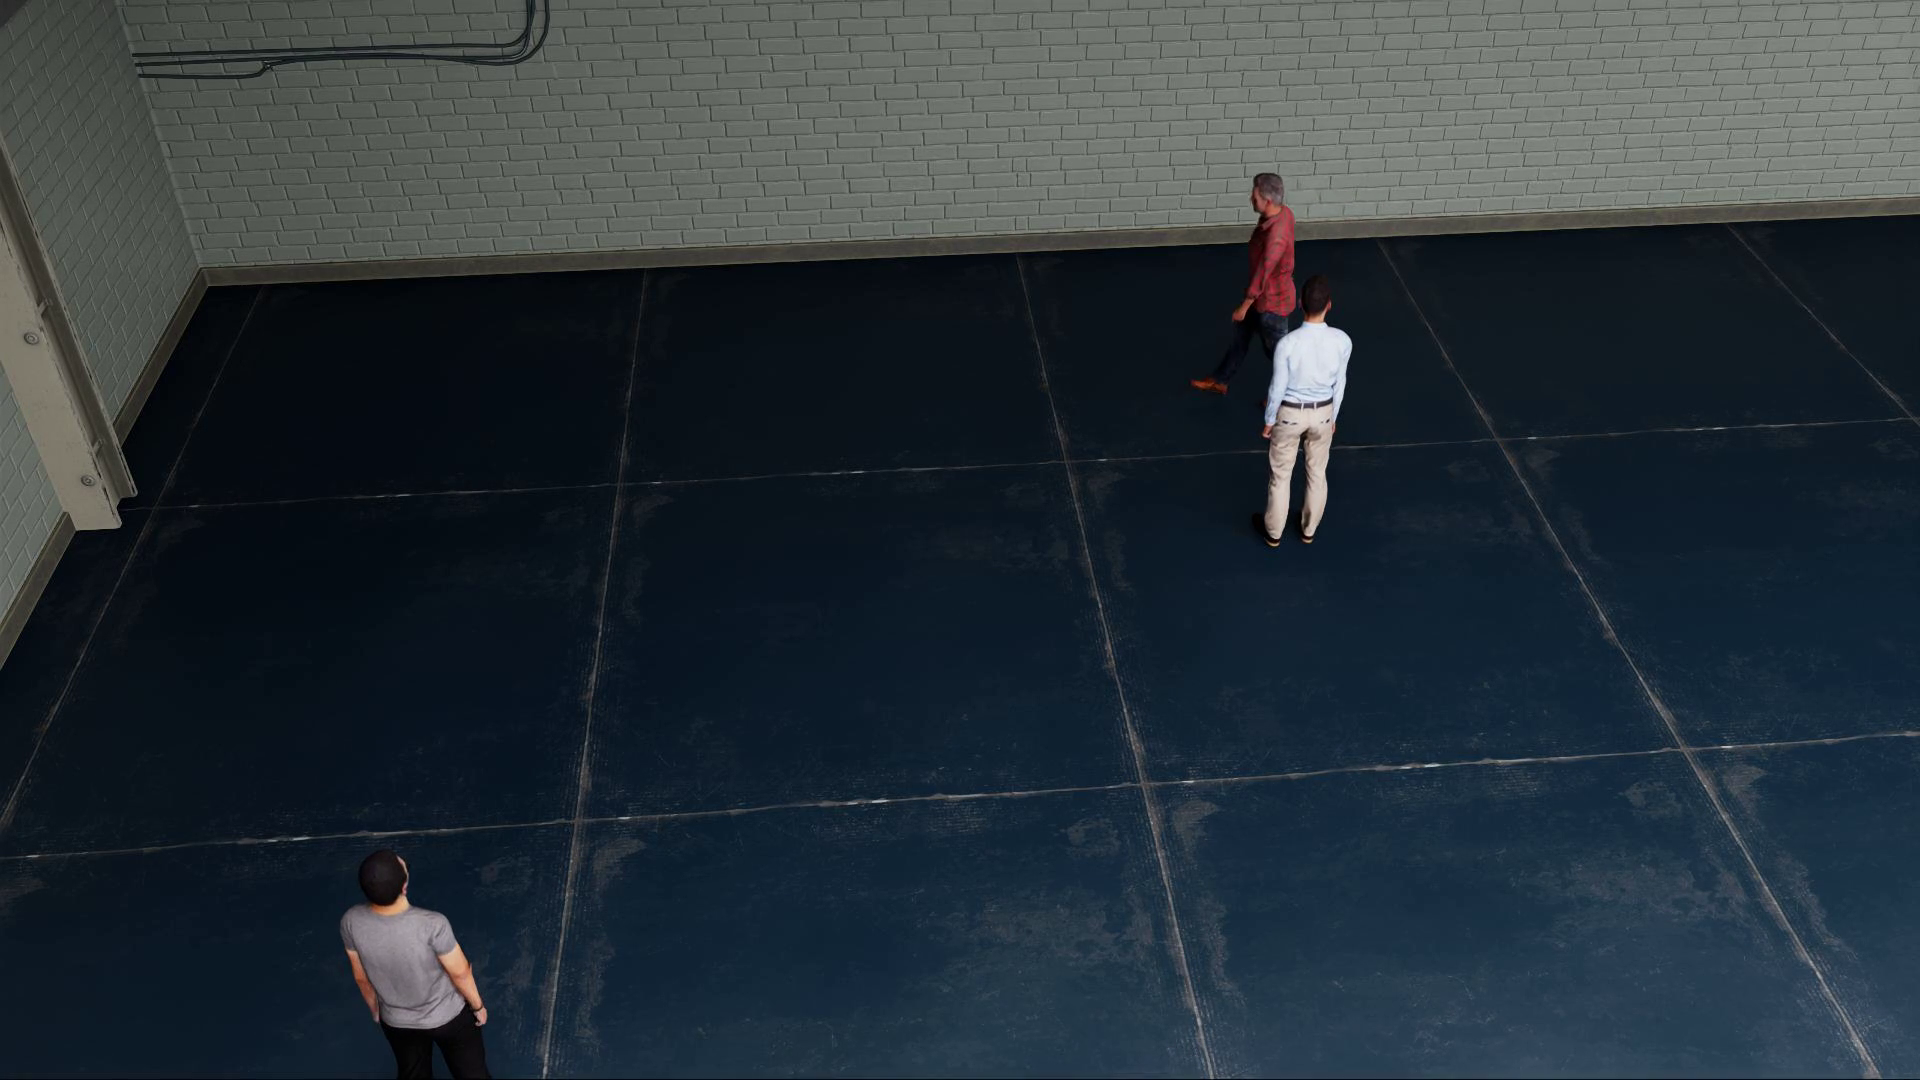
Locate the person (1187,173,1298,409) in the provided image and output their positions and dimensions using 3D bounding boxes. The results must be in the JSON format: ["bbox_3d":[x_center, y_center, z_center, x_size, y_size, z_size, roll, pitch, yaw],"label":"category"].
[{"bbox_3d":[2.166,-1.598,11.174,0.918,1.788,1.069,7,39,9],"label":"person"}]

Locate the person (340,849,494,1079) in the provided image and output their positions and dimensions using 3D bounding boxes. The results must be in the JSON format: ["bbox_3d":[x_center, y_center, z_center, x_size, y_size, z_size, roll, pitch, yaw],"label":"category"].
[{"bbox_3d":[-2.177,1.888,6.744,0.646,1.754,0.566,2,38,2],"label":"person"}]

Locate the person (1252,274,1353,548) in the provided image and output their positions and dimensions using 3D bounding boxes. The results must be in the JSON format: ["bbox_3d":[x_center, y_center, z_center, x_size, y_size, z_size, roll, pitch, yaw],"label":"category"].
[{"bbox_3d":[2.066,-0.747,10.038,0.631,1.845,0.588,-4,38,-5],"label":"person"}]
